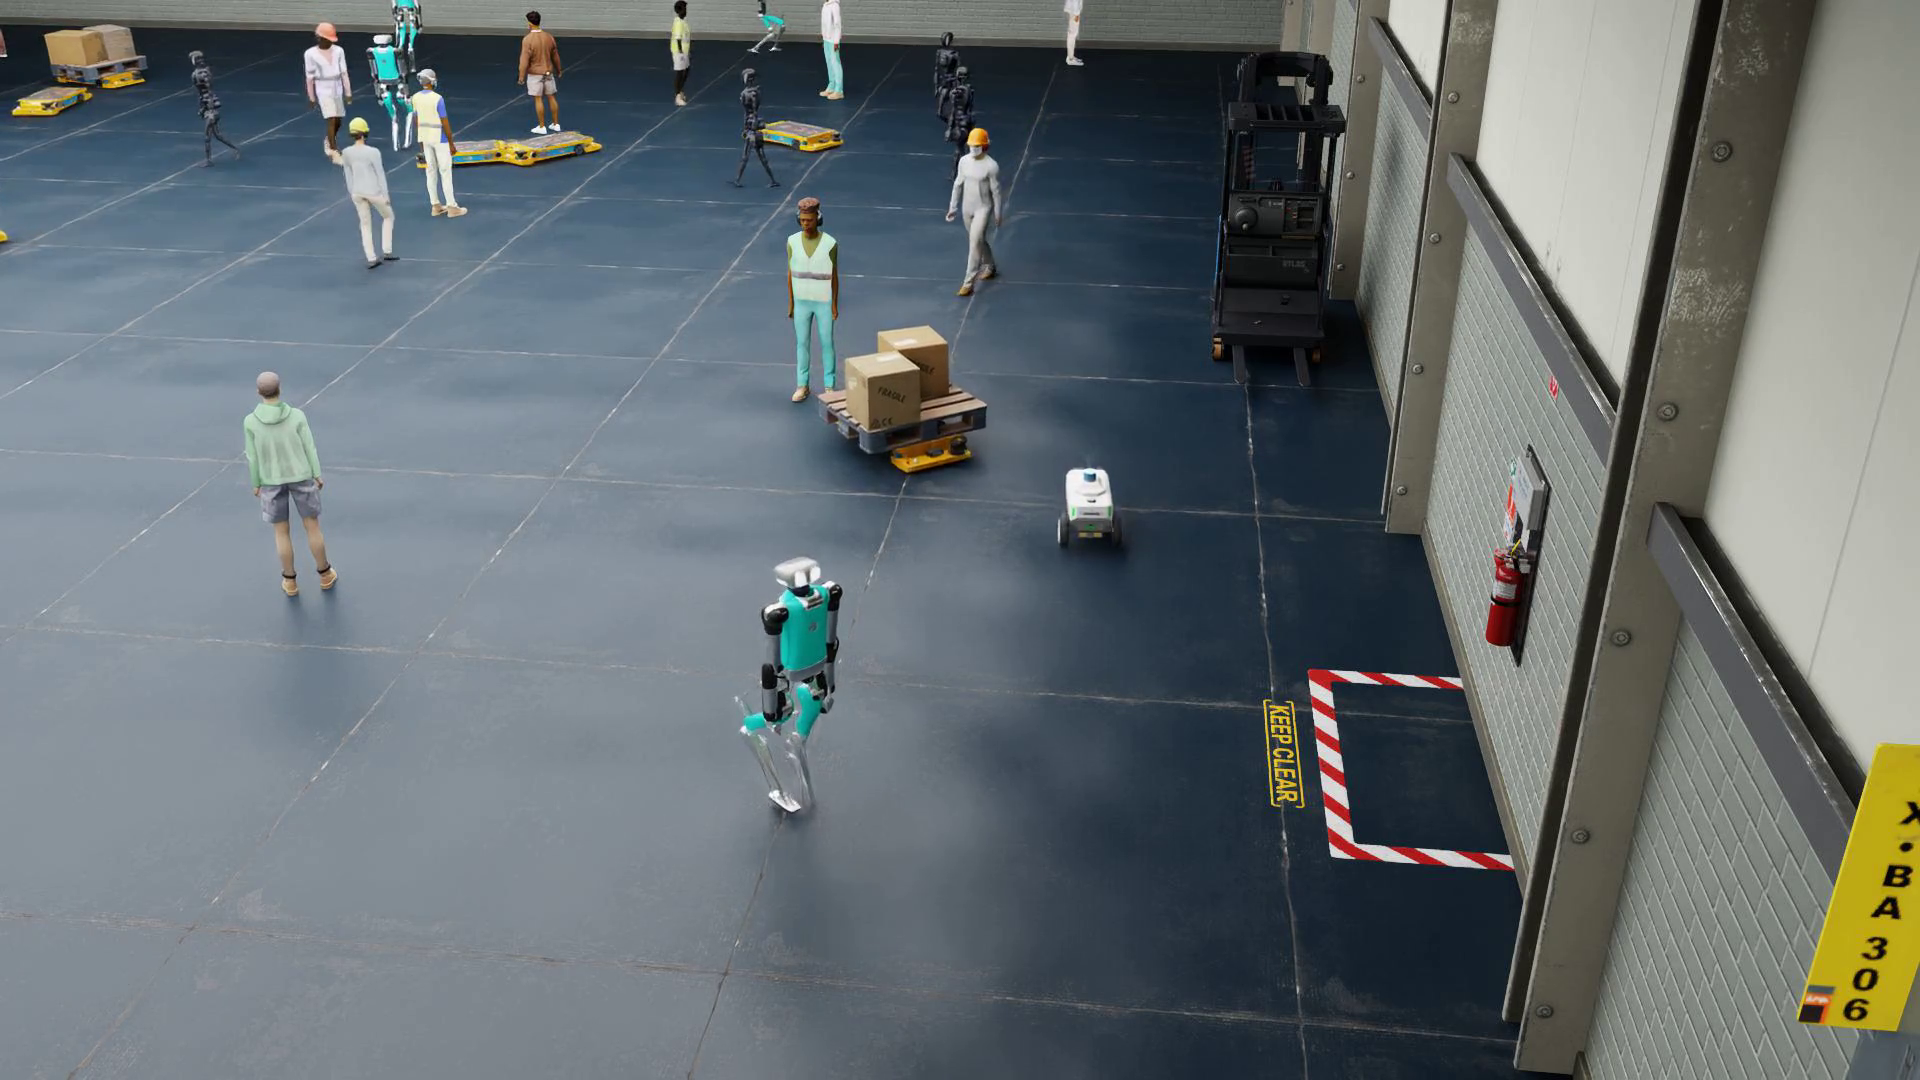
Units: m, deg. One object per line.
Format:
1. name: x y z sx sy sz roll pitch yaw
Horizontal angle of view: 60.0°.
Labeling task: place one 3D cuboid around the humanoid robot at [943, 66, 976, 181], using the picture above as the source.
1. humanoid robot: 0.059 -5.725 23.063 0.762 1.654 0.603 15 30 28

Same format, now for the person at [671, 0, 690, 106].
1. person: -4.679 -8.162 27.864 0.318 1.678 0.611 -2 27 -3

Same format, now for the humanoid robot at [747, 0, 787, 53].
1. humanoid robot: -3.671 -10.133 31.733 0.960 1.744 0.546 -2 27 -3

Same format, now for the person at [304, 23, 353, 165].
1. person: -9.230 -6.528 24.253 0.819 1.996 0.606 17 31 30

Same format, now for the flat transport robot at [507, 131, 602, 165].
1. flat transport robot: -6.132 -5.846 24.809 0.659 0.231 1.431 23 35 38

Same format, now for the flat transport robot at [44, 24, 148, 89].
1. flat transport robot: -15.279 -8.218 29.544 1.431 0.231 0.659 12 29 23

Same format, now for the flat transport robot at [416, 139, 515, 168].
1. flat transport robot: -7.259 -5.679 24.476 1.431 0.231 0.659 -8 28 -16

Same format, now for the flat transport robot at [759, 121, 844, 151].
1. flat transport robot: -2.526 -6.205 25.526 1.431 0.231 0.659 21 33 35

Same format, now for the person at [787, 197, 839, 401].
1. person: -1.389 -2.273 15.771 0.488 1.978 0.394 3 27 5

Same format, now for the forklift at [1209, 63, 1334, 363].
1. forklift: 3.241 -3.477 17.183 1.129 2.768 1.873 3 27 6

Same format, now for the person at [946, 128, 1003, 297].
1. person: 0.202 -3.775 18.923 0.566 1.849 0.985 19 32 32

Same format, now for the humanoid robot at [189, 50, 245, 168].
1. humanoid robot: -10.845 -6.265 24.117 0.734 1.639 0.616 -19 32 -33

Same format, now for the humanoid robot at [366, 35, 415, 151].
1. humanoid robot: -8.409 -6.653 24.846 0.536 1.829 0.748 0 27 1

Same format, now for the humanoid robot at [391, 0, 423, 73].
1. humanoid robot: -10.017 -9.224 30.014 0.537 1.870 0.728 1 27 2

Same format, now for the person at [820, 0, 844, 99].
1. person: -2.179 -8.476 28.224 0.354 1.914 0.498 -14 30 -26

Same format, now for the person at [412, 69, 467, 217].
1. person: -6.805 -5.139 21.590 0.531 1.891 0.399 11 29 21

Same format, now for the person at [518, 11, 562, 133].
1. person: -6.521 -7.297 25.942 0.392 1.848 0.778 23 35 38

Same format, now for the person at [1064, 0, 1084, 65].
1. person: 2.126 -9.821 30.952 0.400 1.877 0.496 1 27 1

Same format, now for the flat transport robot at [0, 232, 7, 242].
1. flat transport robot: -12.641 -3.681 20.486 0.659 0.231 1.431 21 33 35

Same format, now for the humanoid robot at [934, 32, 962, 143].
1. humanoid robot: -0.135 -6.913 25.378 0.590 1.646 0.388 21 33 35

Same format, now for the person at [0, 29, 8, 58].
1. person: -18.386 -10.005 31.286 0.411 1.904 0.654 3 27 5

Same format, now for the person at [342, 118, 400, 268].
1. person: -6.977 -4.119 19.700 0.557 1.743 0.563 6 27 11

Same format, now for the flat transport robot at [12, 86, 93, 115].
1. flat transport robot: -15.162 -7.339 27.789 0.659 0.231 1.431 0 27 0

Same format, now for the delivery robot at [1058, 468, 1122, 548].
1. delivery robot: 1.038 -0.283 13.377 0.499 0.587 0.782 0 27 1

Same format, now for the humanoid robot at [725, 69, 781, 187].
1. humanoid robot: -2.885 -5.642 22.880 0.764 1.627 0.586 -9 28 -18

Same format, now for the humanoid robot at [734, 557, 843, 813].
1. humanoid robot: -1.062 0.906 9.801 0.727 1.878 0.542 24 35 39

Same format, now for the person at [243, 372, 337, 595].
1. person: -4.979 -0.411 12.313 0.485 1.742 0.327 -10 28 -19

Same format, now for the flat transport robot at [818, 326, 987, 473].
1. flat transport robot: -0.542 -0.992 15.119 0.659 0.231 1.431 -15 30 -27
